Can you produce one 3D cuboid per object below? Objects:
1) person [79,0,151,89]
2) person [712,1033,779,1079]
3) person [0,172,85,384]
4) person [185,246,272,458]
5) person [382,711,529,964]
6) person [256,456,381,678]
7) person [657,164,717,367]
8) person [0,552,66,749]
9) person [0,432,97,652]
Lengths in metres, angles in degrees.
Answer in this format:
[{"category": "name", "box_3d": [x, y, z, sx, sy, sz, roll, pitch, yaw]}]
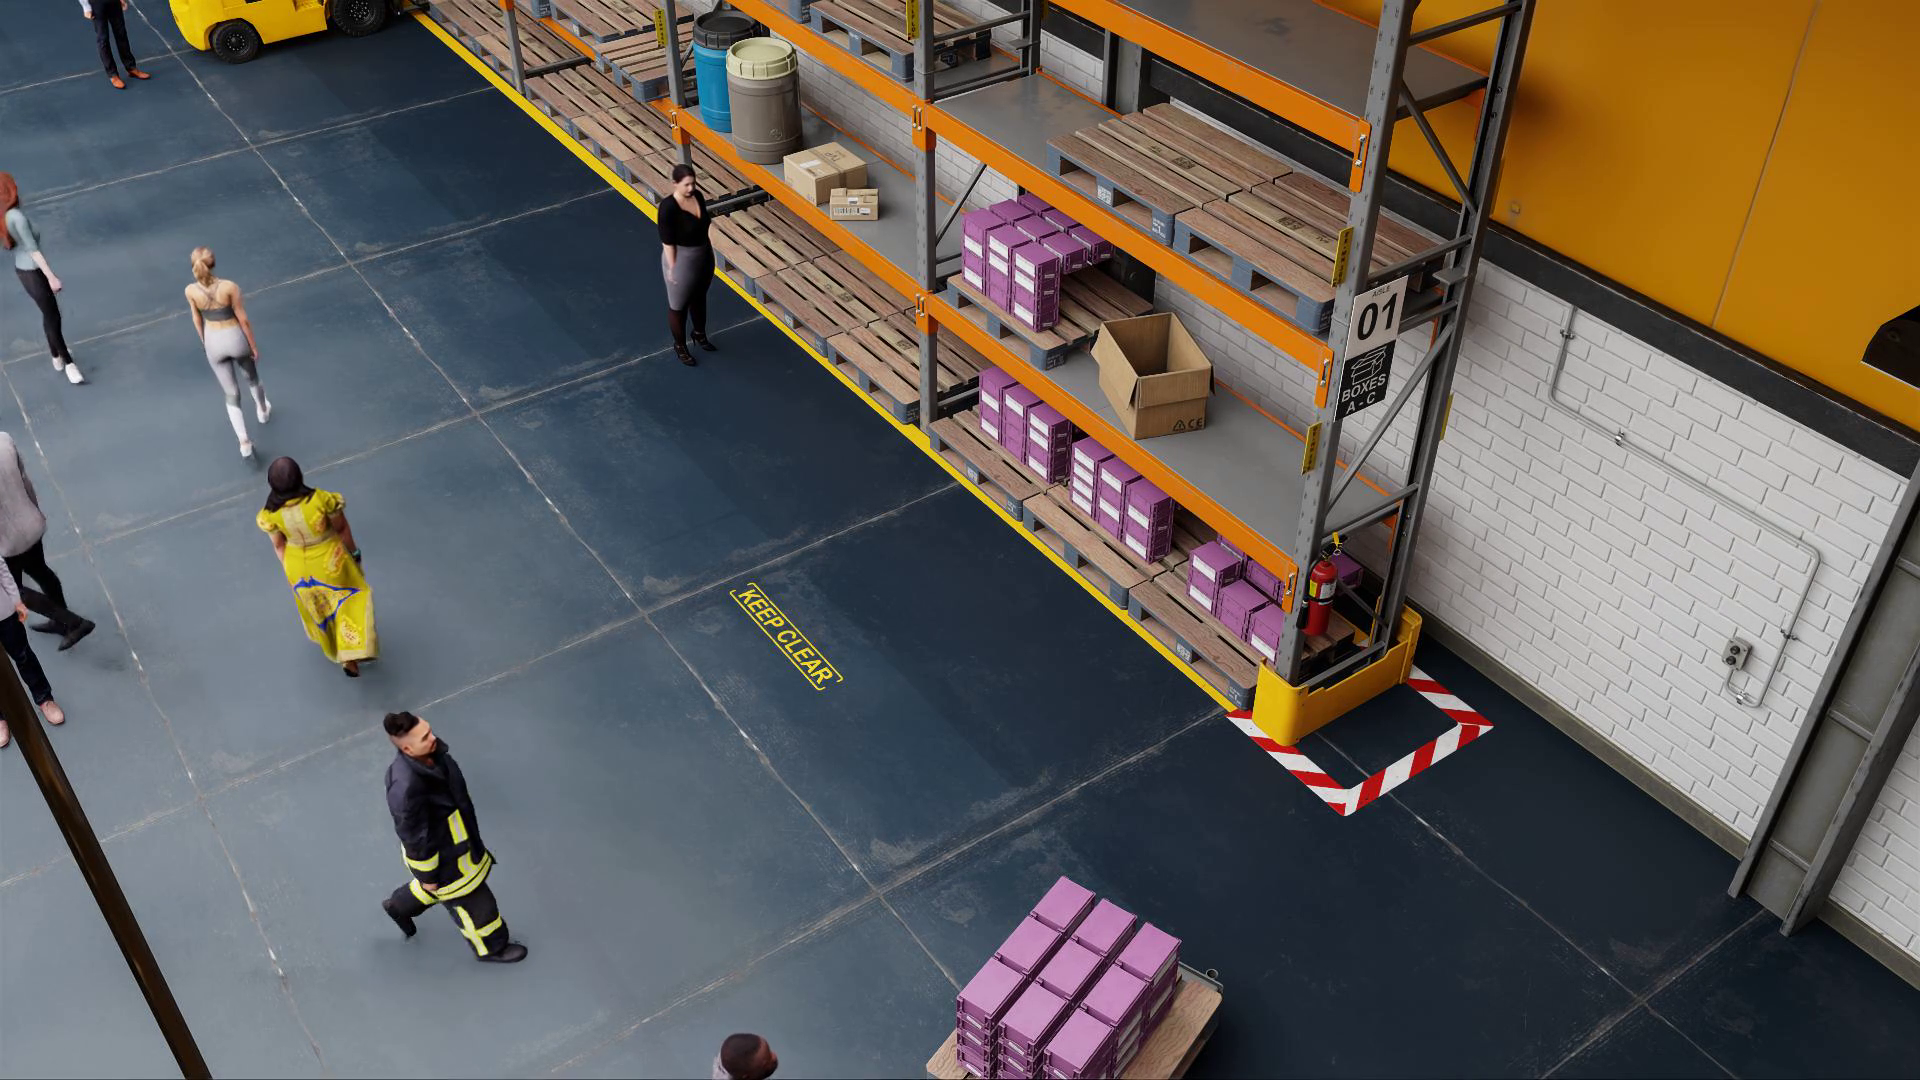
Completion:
[{"category": "person", "box_3d": [-9.316, -5.852, 18.066, 0.695, 1.791, 0.720, 23, 44, 26]}, {"category": "person", "box_3d": [-0.903, 2.744, 7.266, 0.809, 1.836, 0.595, -12, 40, -15]}, {"category": "person", "box_3d": [-7.466, -2.100, 13.426, 0.846, 1.719, 0.469, -18, 42, -21]}, {"category": "person", "box_3d": [-5.550, -1.400, 12.589, 0.790, 1.670, 1.162, -12, 40, -14]}, {"category": "person", "box_3d": [-2.814, 1.566, 8.742, 1.116, 1.835, 1.115, -1, 39, -2]}, {"category": "person", "box_3d": [-4.071, 0.213, 10.591, 0.934, 1.642, 1.076, -8, 39, -10]}, {"category": "person", "box_3d": [-2.241, -2.274, 13.615, 0.748, 1.755, 0.749, 23, 44, 26]}, {"category": "person", "box_3d": [-5.999, 0.430, 10.150, 0.664, 1.853, 0.553, -24, 44, -27]}, {"category": "person", "box_3d": [-6.032, -0.050, 10.710, 1.062, 1.904, 1.003, 8, 39, 10]}]
